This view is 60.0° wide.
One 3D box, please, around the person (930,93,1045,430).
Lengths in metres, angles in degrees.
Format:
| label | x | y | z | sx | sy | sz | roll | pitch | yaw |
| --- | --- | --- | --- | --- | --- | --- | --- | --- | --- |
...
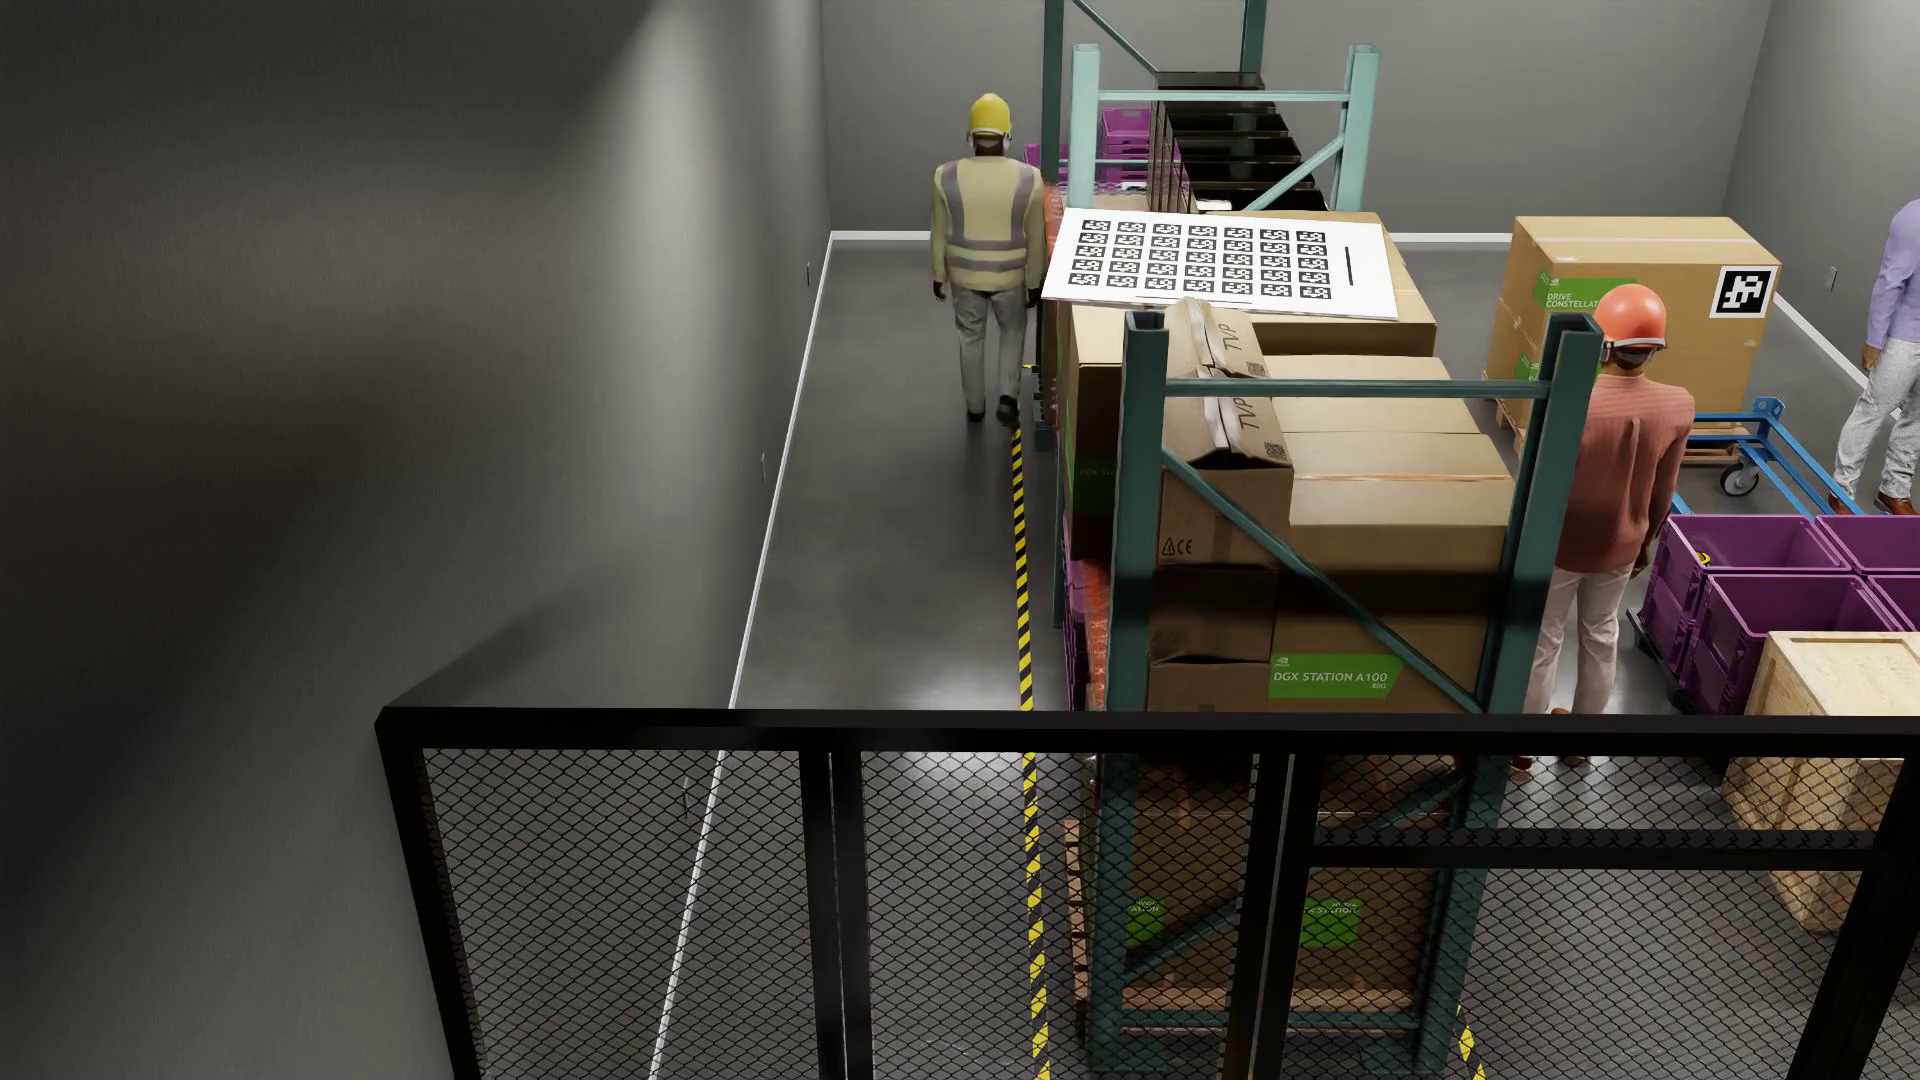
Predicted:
| label | x | y | z | sx | sy | sz | roll | pitch | yaw |
| --- | --- | --- | --- | --- | --- | --- | --- | --- | --- |
| person | 0.139 | -1.408 | 8.671 | 0.597 | 1.819 | 0.428 | 0 | 31 | 1 |

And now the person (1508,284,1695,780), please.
| label | x | y | z | sx | sy | sz | roll | pitch | yaw |
| --- | --- | --- | --- | --- | --- | --- | --- | --- | --- |
| person | 2.304 | 0.002 | 6.158 | 0.624 | 1.993 | 0.385 | -7 | 32 | -12 |

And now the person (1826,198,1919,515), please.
| label | x | y | z | sx | sy | sz | roll | pitch | yaw |
| --- | --- | --- | --- | --- | --- | --- | --- | --- | --- |
| person | 4.537 | -0.944 | 7.782 | 0.627 | 1.941 | 0.371 | -1 | 31 | -1 |
